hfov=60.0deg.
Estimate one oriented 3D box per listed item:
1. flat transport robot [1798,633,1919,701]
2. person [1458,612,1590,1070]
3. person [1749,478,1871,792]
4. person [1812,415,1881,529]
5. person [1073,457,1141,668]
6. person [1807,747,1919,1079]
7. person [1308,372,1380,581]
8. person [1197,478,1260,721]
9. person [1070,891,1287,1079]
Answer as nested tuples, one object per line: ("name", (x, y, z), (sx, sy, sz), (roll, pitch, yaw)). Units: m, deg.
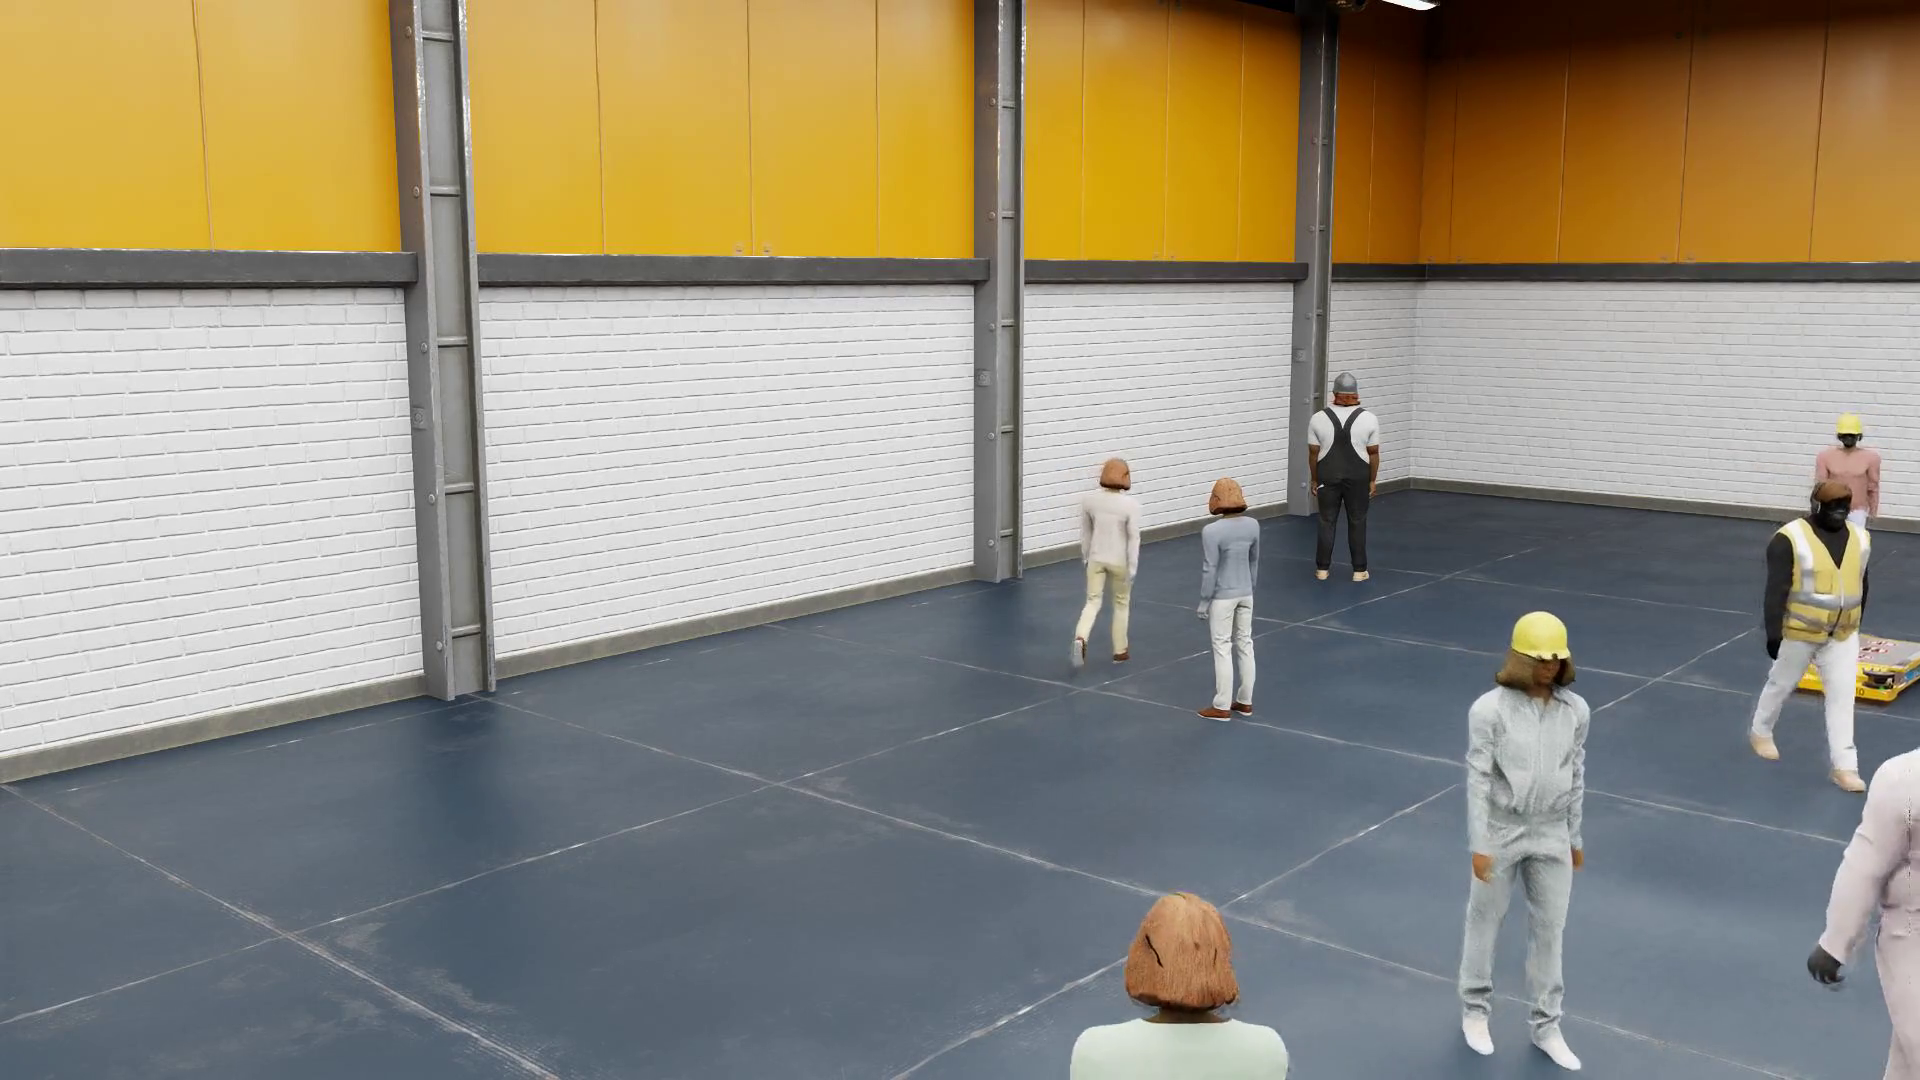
("flat transport robot", (6.656, 0.910, 12.184), (0.652, 0.197, 1.431), (8, 12, 43))
("person", (2.146, 1.118, 6.308), (0.495, 1.743, 0.348), (-1, 9, -8))
("person", (5.078, 0.512, 9.917), (0.646, 1.801, 0.962), (0, 9, -3))
("person", (8.017, -0.274, 15.080), (0.531, 1.720, 0.879), (6, 11, 34))
("person", (1.111, 0.177, 12.591), (0.511, 1.610, 0.684), (5, 10, 27))
("person", (3.024, 1.251, 5.098), (0.655, 1.861, 0.988), (-2, 9, -12))
("person", (3.748, -0.621, 16.255), (0.682, 2.000, 0.537), (3, 10, 18))
("person", (1.795, 0.396, 11.147), (0.498, 1.633, 0.284), (-6, 11, -34))
("person", (0.481, 1.588, 3.686), (0.520, 1.618, 0.505), (-2, 9, -10))
